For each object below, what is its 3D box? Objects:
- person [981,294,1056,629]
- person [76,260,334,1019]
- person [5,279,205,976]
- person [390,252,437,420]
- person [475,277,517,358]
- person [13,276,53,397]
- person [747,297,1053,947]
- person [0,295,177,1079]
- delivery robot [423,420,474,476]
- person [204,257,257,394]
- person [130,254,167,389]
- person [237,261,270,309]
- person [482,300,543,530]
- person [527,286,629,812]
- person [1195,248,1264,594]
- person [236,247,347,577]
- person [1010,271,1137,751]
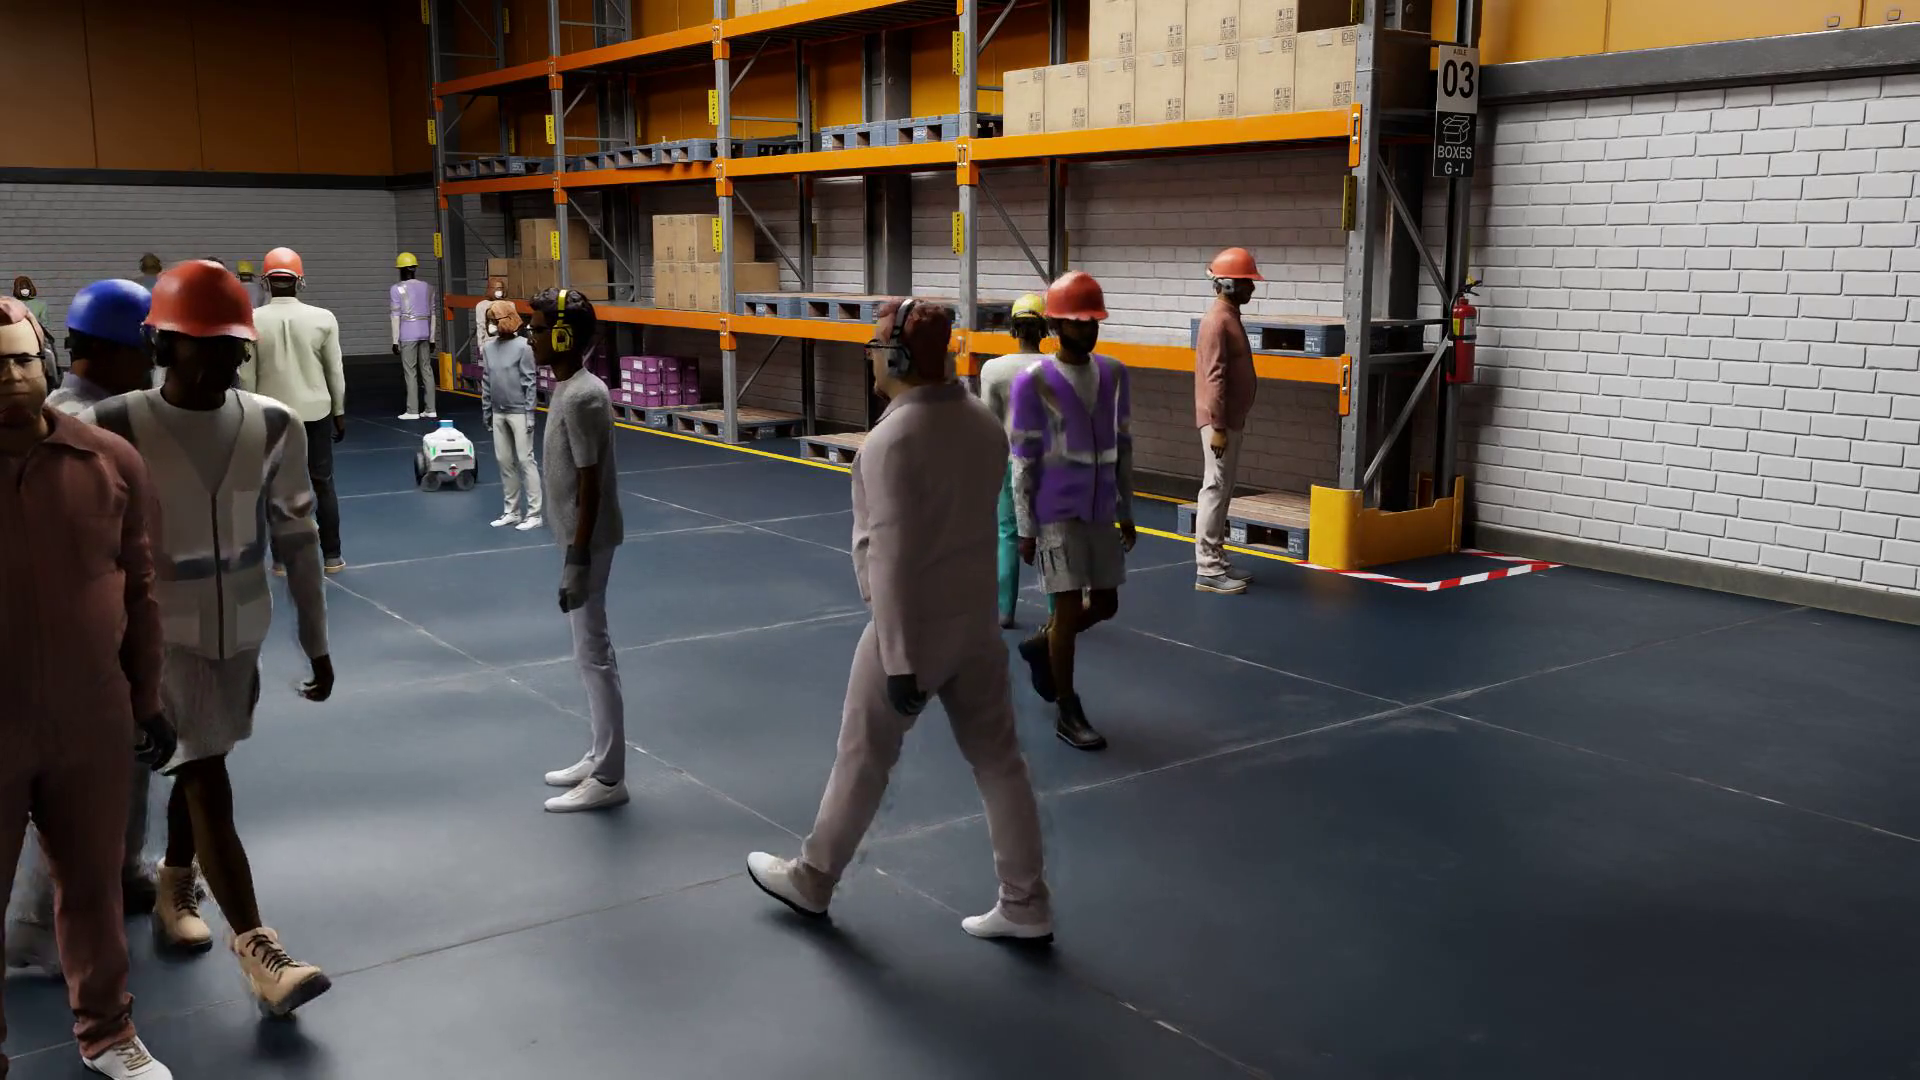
[{"bbox_3d":[0.366,-0.403,8.741,0.524,1.760,0.327,1,10,5],"label":"person"},{"bbox_3d":[-2.011,0.250,4.465,1.099,1.969,0.622,9,13,41],"label":"person"},{"bbox_3d":[-2.491,0.231,4.738,0.574,1.919,0.769,-4,11,-20],"label":"person"},{"bbox_3d":[-6.308,-2.344,19.175,0.402,1.919,0.588,7,12,34],"label":"person"},{"bbox_3d":[-5.444,-2.271,19.580,0.504,1.626,0.284,-9,13,-40],"label":"person"},{"bbox_3d":[-11.091,-2.318,19.816,0.500,1.633,0.279,-9,13,-40],"label":"person"},{"bbox_3d":[-0.144,0.241,4.826,0.996,1.862,0.638,7,12,35],"label":"person"},{"bbox_3d":[-2.113,0.406,3.789,0.400,1.910,0.643,9,14,42],"label":"person"},{"bbox_3d":[-4.248,-0.751,13.797,0.477,0.478,0.707,-4,11,-23],"label":"delivery robot"},{"bbox_3d":[-6.013,-1.316,13.439,0.624,1.910,0.448,0,10,-1],"label":"person"},{"bbox_3d":[-9.654,-2.481,20.011,0.651,1.882,1.037,-2,10,-11],"label":"person"},{"bbox_3d":[-9.395,-2.775,21.940,0.601,1.792,0.922,-5,11,-25],"label":"person"},{"bbox_3d":[-3.200,-0.885,11.818,0.507,1.623,0.290,6,12,30],"label":"person"},{"bbox_3d":[-1.369,0.039,5.949,0.333,1.872,0.515,-2,10,-10],"label":"person"},{"bbox_3d":[1.556,-0.693,9.702,0.389,1.991,0.622,3,11,17],"label":"person"},{"bbox_3d":[-4.056,-0.769,10.128,0.608,1.995,0.376,-5,11,-24],"label":"person"},{"bbox_3d":[0.429,-0.136,6.804,0.557,1.916,0.656,-6,12,-31],"label":"person"}]
